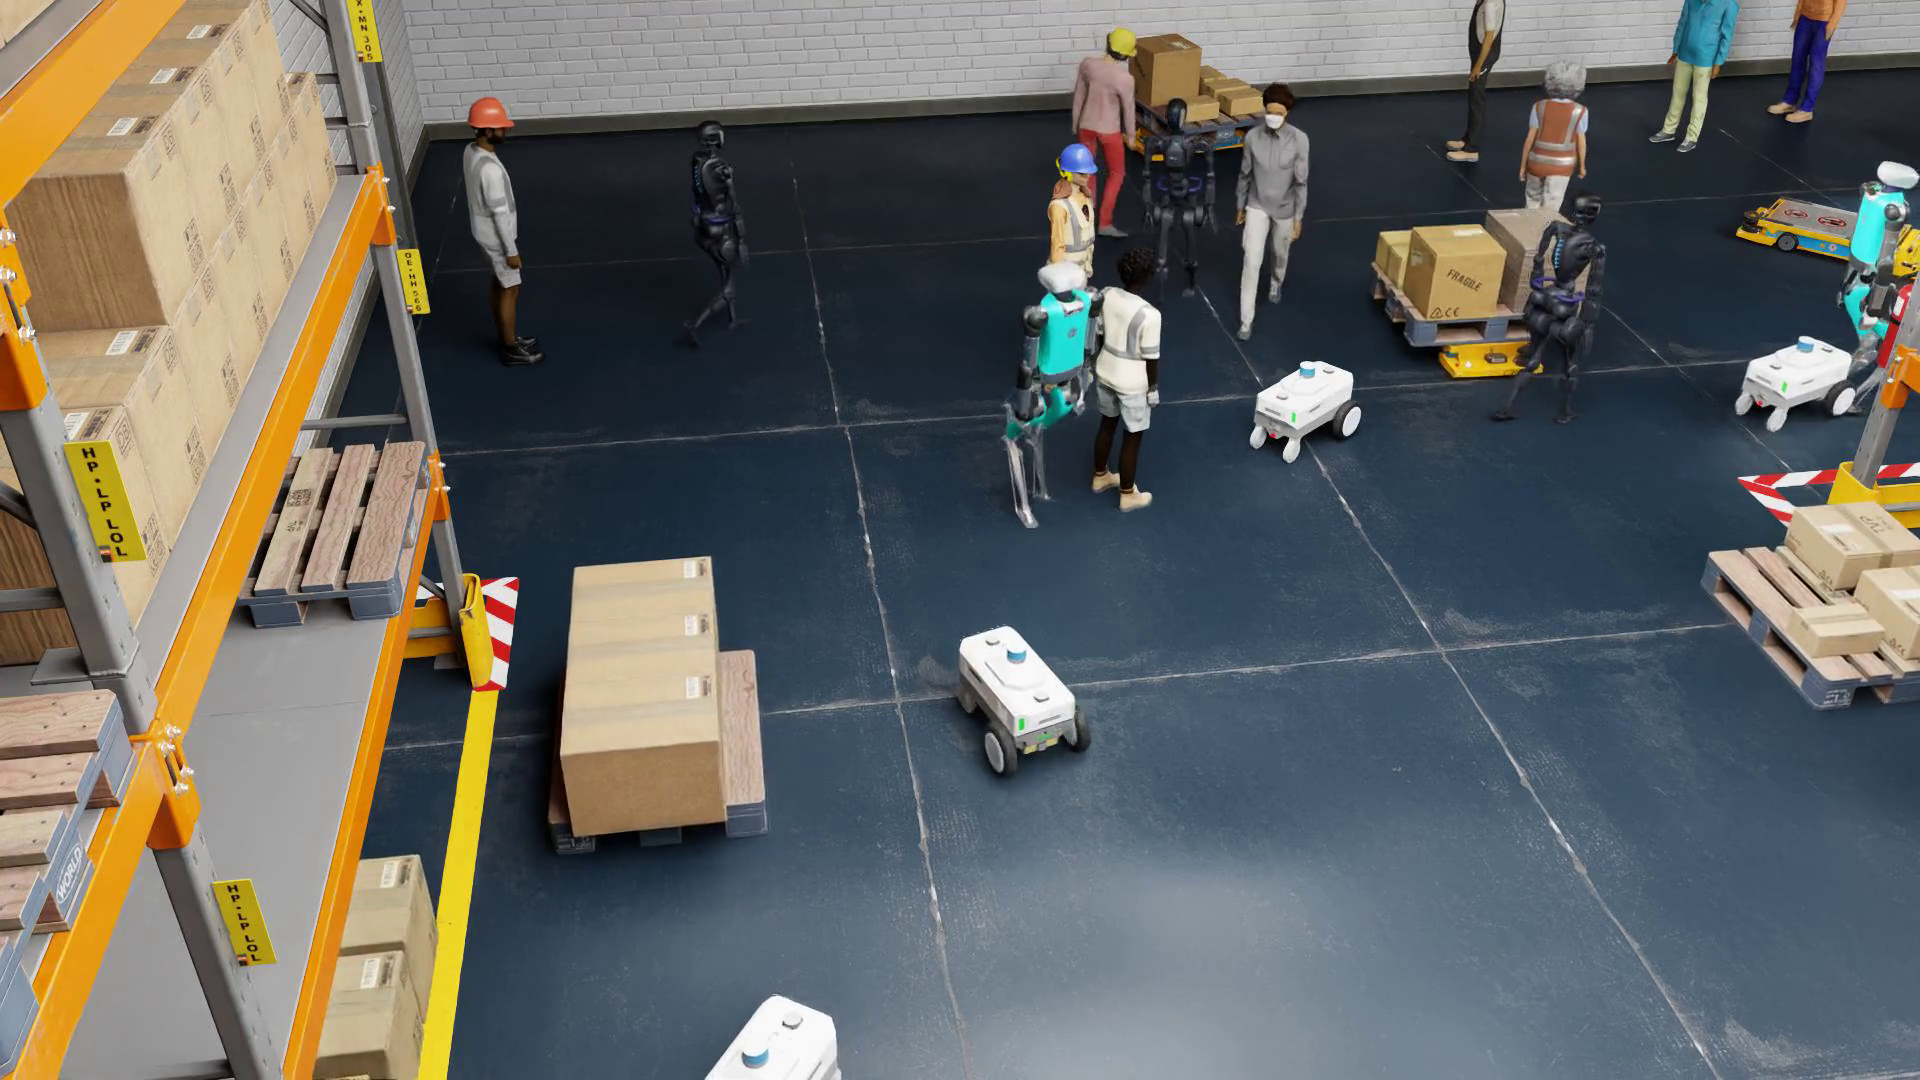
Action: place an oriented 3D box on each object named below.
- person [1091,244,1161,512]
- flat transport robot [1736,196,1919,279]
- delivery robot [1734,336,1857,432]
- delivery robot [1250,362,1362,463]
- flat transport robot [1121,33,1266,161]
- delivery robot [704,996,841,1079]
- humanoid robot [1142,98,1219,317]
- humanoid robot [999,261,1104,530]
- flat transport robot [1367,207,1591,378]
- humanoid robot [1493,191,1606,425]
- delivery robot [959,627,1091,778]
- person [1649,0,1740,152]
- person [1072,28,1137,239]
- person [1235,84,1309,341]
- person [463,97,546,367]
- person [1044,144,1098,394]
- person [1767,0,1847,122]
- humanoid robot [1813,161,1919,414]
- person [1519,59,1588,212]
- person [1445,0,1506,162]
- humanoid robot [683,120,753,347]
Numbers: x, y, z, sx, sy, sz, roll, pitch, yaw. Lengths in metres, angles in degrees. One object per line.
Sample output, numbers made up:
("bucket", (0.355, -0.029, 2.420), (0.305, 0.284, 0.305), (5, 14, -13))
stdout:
("person", (1.005, -0.977, 10.049), (0.320, 1.693, 0.535), (-20, 38, -28))
("flat transport robot", (7.232, -2.497, 13.678), (1.431, 0.231, 0.659), (23, 40, 31))
("delivery robot", (5.664, -1.096, 11.259), (0.773, 0.582, 0.499), (-17, 37, -24))
("delivery robot", (2.263, -0.894, 10.949), (0.774, 0.581, 0.499), (-29, 43, -36))
("flat transport robot", (2.301, -3.860, 15.768), (1.431, 0.231, 0.659), (-12, 35, -18))
("delivery robot", (-0.775, 2.137, 6.319), (0.499, 0.598, 0.777), (15, 36, 22))
("humanoid robot", (1.665, -2.502, 12.440), (0.610, 1.651, 0.639), (15, 36, 22))
("humanoid robot", (0.420, -0.885, 9.892), (0.546, 1.803, 0.820), (-21, 39, -29))
("flat transport robot", (3.722, -1.607, 12.315), (0.659, 0.231, 1.431), (-4, 33, -6))
("humanoid robot", (3.914, -1.509, 10.906), (0.583, 1.662, 0.609), (-17, 37, -25))
("delivery robot", (0.291, 0.790, 8.391), (0.499, 0.606, 0.801), (-15, 36, -22))
("person", (6.799, -4.481, 15.360), (0.340, 1.750, 0.565), (-17, 37, -24))
("person", (1.179, -3.328, 13.627), (0.659, 1.719, 0.378), (20, 38, 28))
("person", (2.288, -2.481, 12.210), (0.534, 1.855, 0.948), (9, 34, 13))
("person", (-3.198, -2.135, 11.613), (0.388, 1.926, 0.546), (-17, 37, -24))
("person", (0.757, -1.821, 11.262), (0.311, 1.778, 0.462), (17, 37, 24))
("person", (8.262, -5.051, 16.039), (0.405, 1.972, 0.521), (-12, 35, -17))
("humanoid robot", (6.116, -1.587, 10.964), (0.669, 1.827, 0.537), (2, 33, 4))
("person", (4.689, -2.955, 13.094), (0.456, 1.665, 0.687), (21, 38, 29))
("person", (4.713, -4.362, 15.096), (0.347, 1.845, 0.504), (10, 34, 15))
("humanoid robot", (-1.809, -2.218, 11.985), (0.670, 1.640, 0.600), (-25, 40, -32))
